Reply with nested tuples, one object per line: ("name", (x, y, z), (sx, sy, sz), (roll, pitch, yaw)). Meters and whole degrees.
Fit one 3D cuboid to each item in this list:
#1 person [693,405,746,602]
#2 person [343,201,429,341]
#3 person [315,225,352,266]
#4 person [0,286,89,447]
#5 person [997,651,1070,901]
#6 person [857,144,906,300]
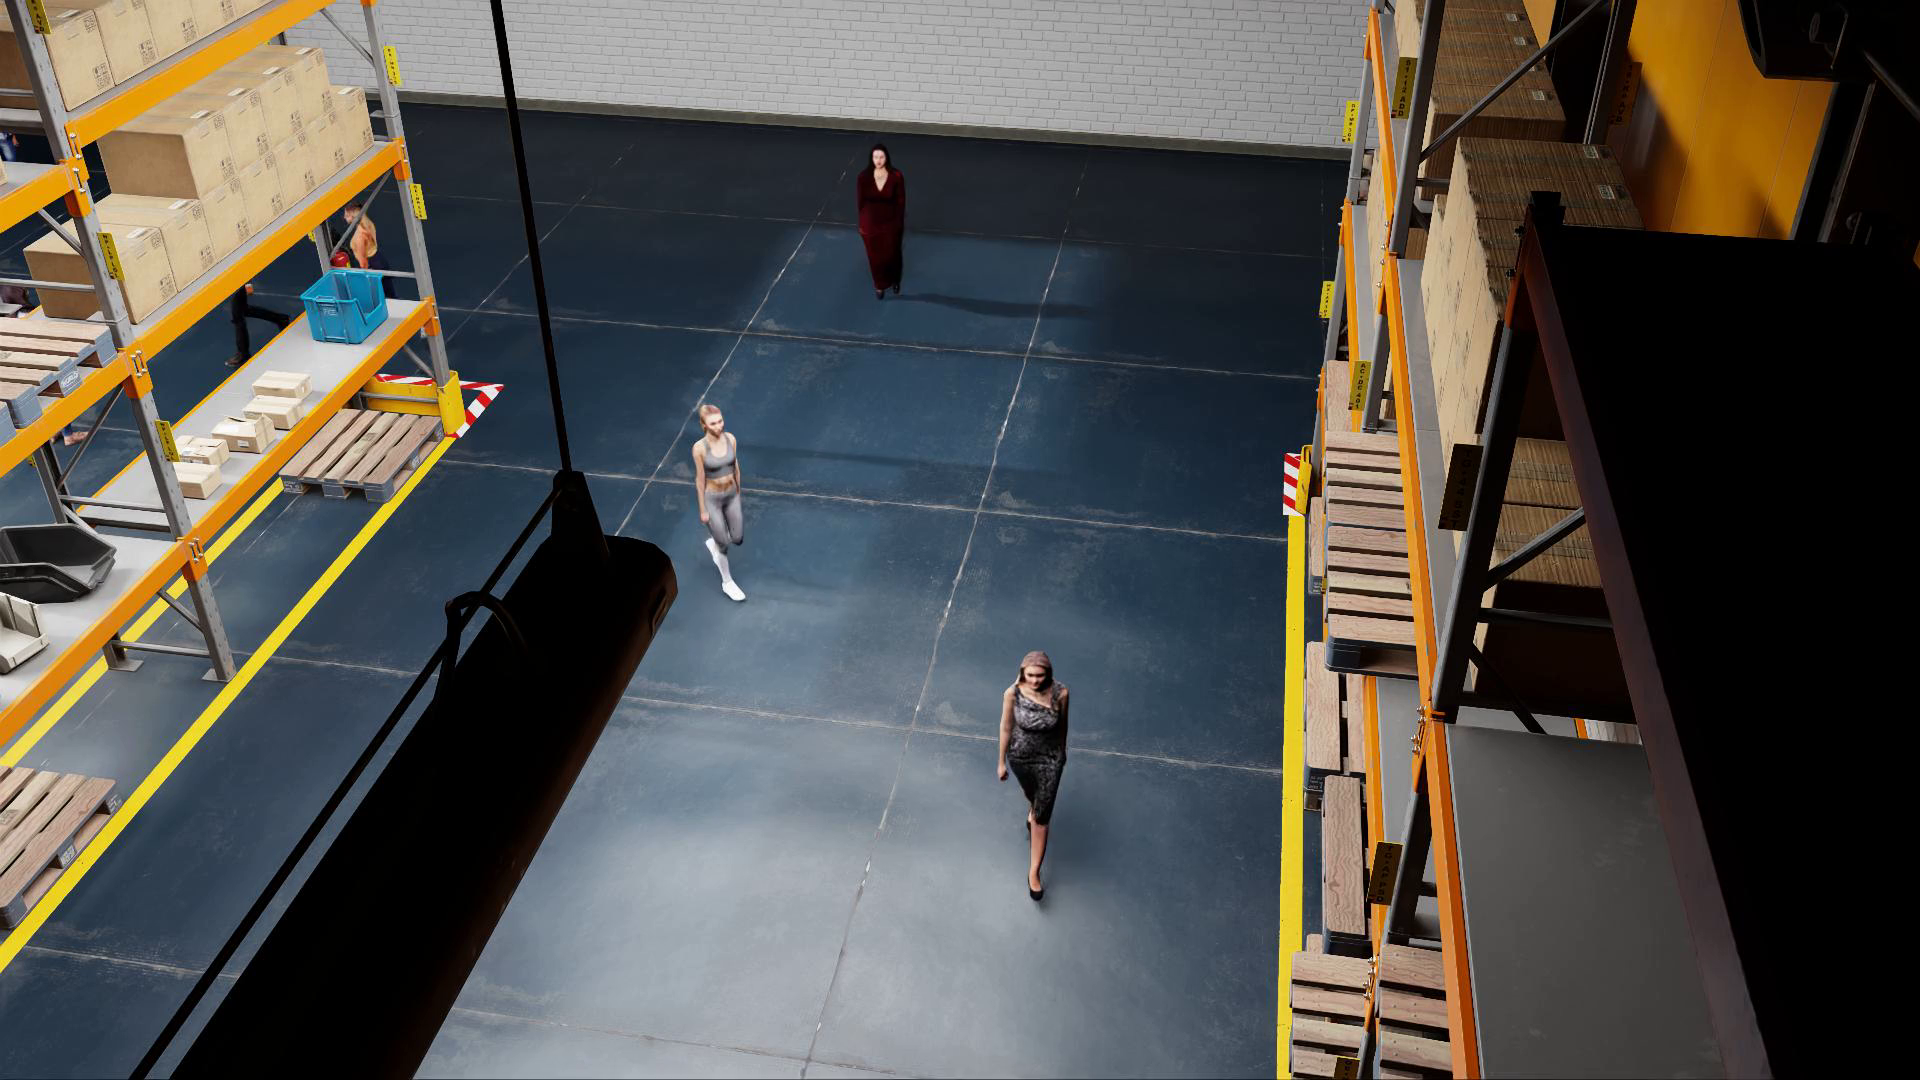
("person", (-1.937, -0.327, 13.145), (0.864, 1.690, 0.913), (-23, 40, -30))
("person", (-5.825, -2.655, 16.728), (0.700, 1.600, 0.993), (8, 34, 11))
("person", (-5.842, -2.243, 16.026), (0.783, 1.691, 0.710), (-9, 35, -14))
("person", (-8.393, -1.617, 15.154), (0.622, 1.613, 0.561), (12, 35, 17))
("person", (0.480, 1.347, 10.666), (0.622, 1.645, 1.154), (4, 34, 6))
("person", (-0.829, -3.412, 17.731), (0.679, 1.750, 0.703), (3, 34, 4))
